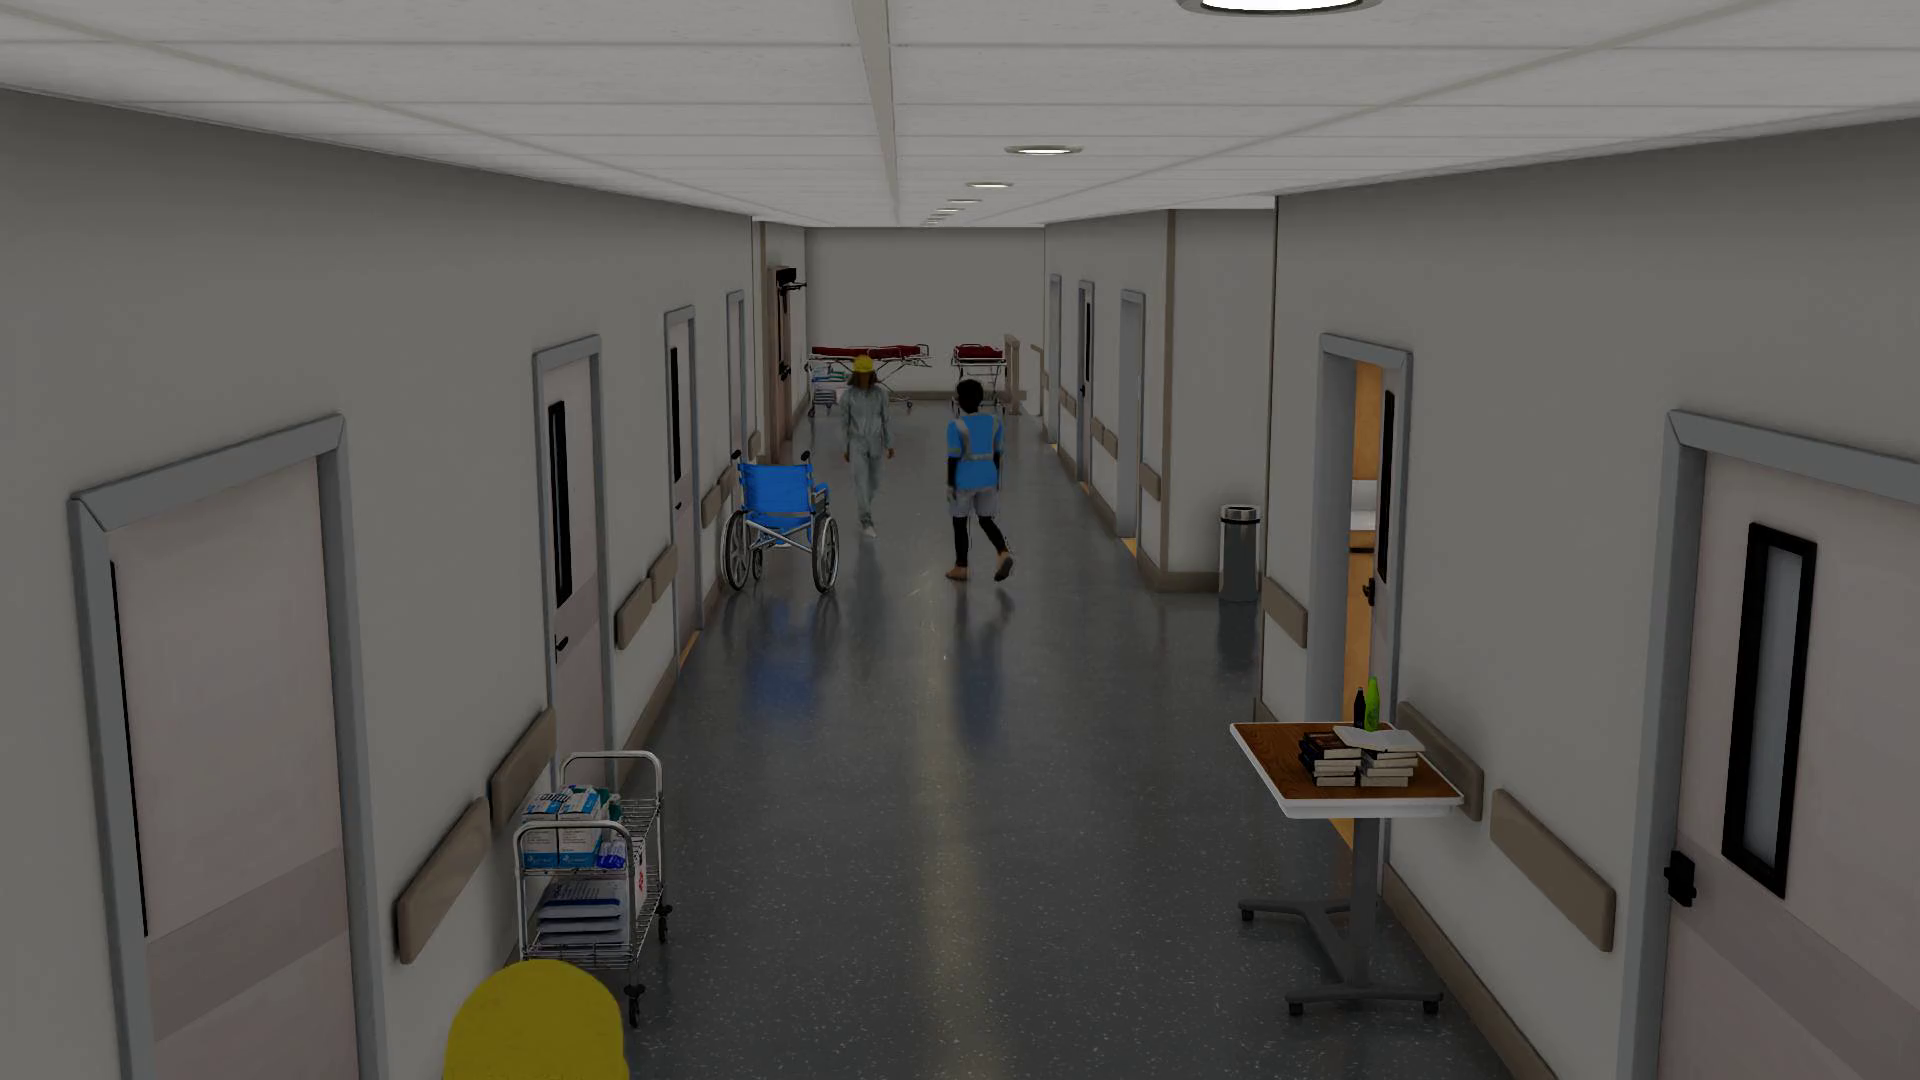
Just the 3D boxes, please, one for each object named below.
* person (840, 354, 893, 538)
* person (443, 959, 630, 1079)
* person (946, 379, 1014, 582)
[{"bbox_3d":[-0.917,-0.921,15.872,0.487,1.718,0.777,-5,11,-24],"label":"person"},{"bbox_3d":[-0.514,1.470,2.094,0.606,1.907,0.491,-1,10,-4],"label":"person"},{"bbox_3d":[0.163,-0.468,13.481,0.543,1.675,0.631,-7,12,-34],"label":"person"}]
